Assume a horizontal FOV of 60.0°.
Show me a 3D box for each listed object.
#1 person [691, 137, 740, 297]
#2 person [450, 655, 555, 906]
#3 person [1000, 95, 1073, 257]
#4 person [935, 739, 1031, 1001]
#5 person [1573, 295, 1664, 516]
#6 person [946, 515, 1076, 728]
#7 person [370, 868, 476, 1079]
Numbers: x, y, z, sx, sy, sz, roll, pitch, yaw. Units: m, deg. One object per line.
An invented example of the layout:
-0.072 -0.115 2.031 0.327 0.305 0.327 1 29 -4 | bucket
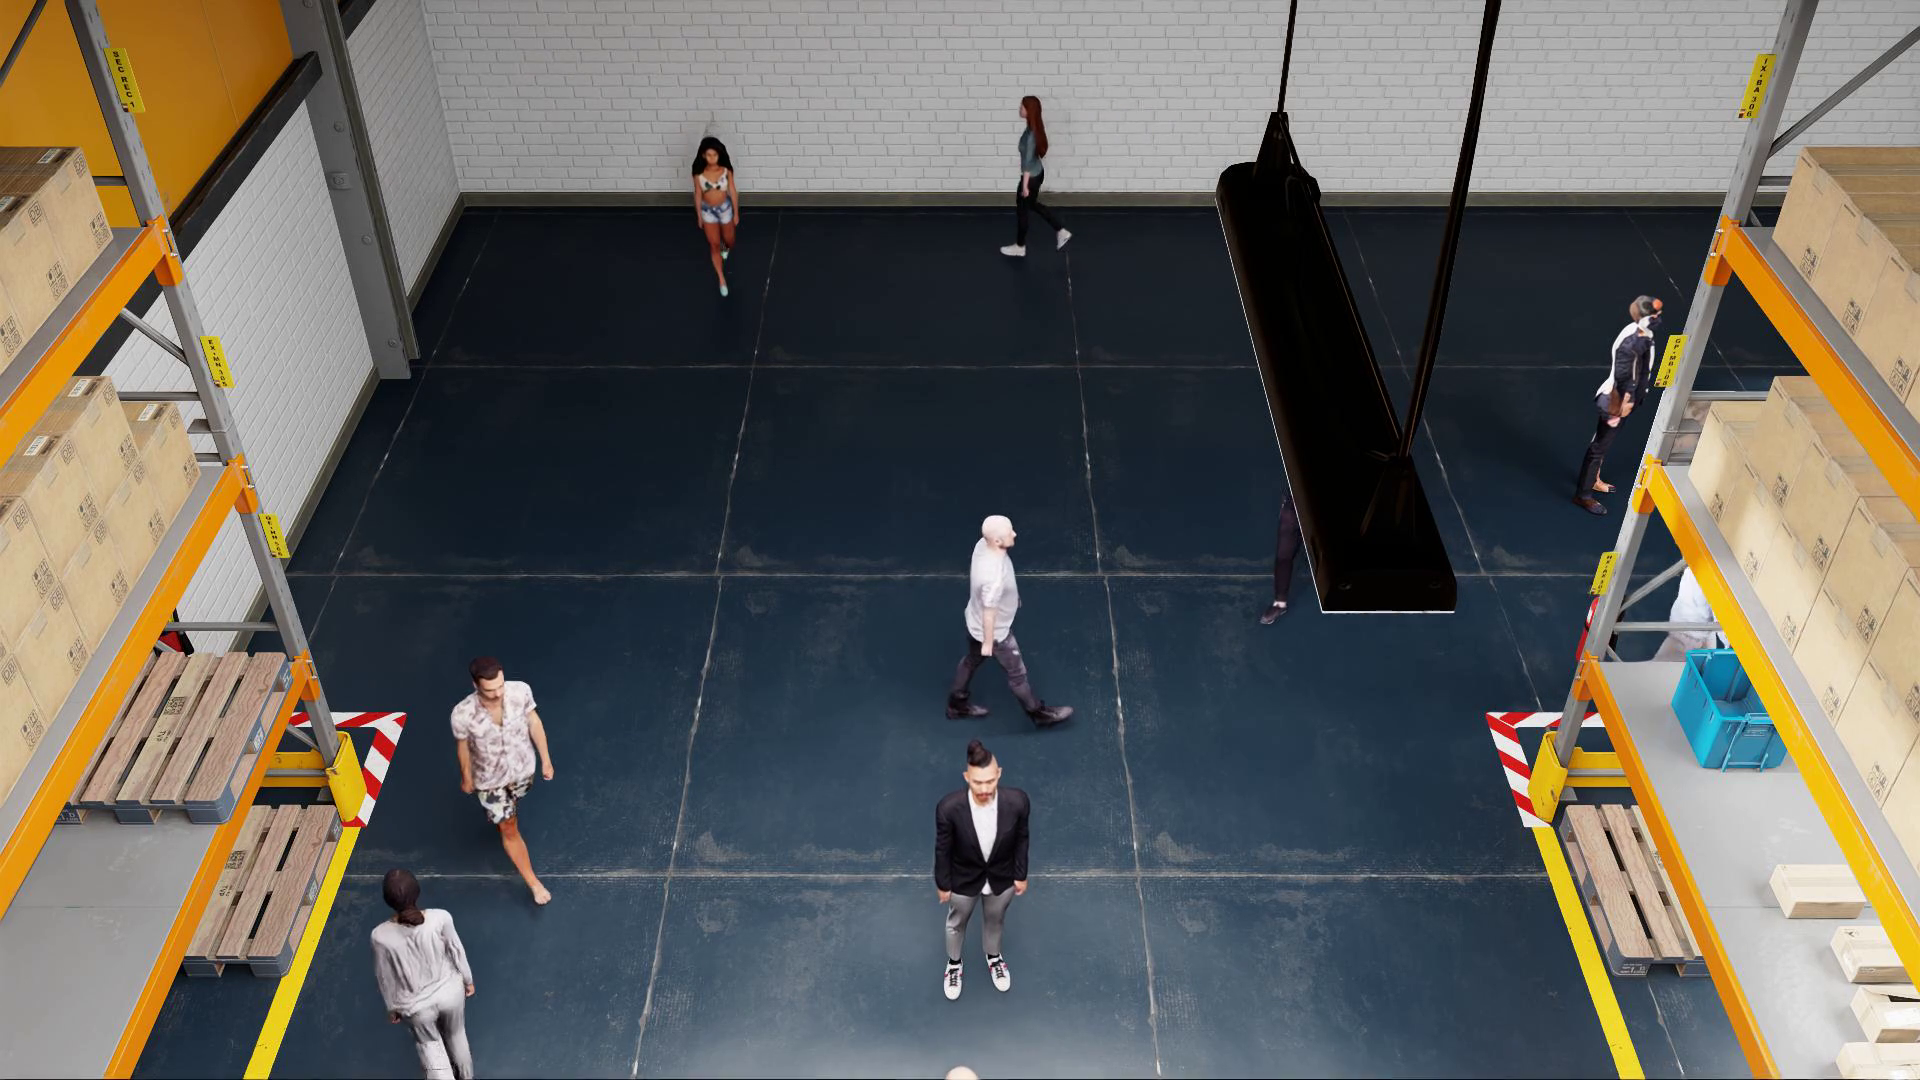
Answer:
-2.337 -3.157 15.989 0.642 1.608 0.878 -6 39 -7 | person
-2.853 1.330 10.243 1.123 1.767 1.243 -25 45 -28 | person
0.766 -3.555 16.390 0.814 1.730 0.957 9 40 12 | person
0.118 1.850 9.447 0.724 1.948 0.634 -5 39 -6 | person
5.222 -1.109 13.196 0.838 1.893 0.727 22 44 25 | person
0.117 0.569 11.174 0.797 1.795 1.073 -4 39 -5 | person
-2.794 2.478 8.819 0.810 1.751 0.936 -12 40 -15 | person
